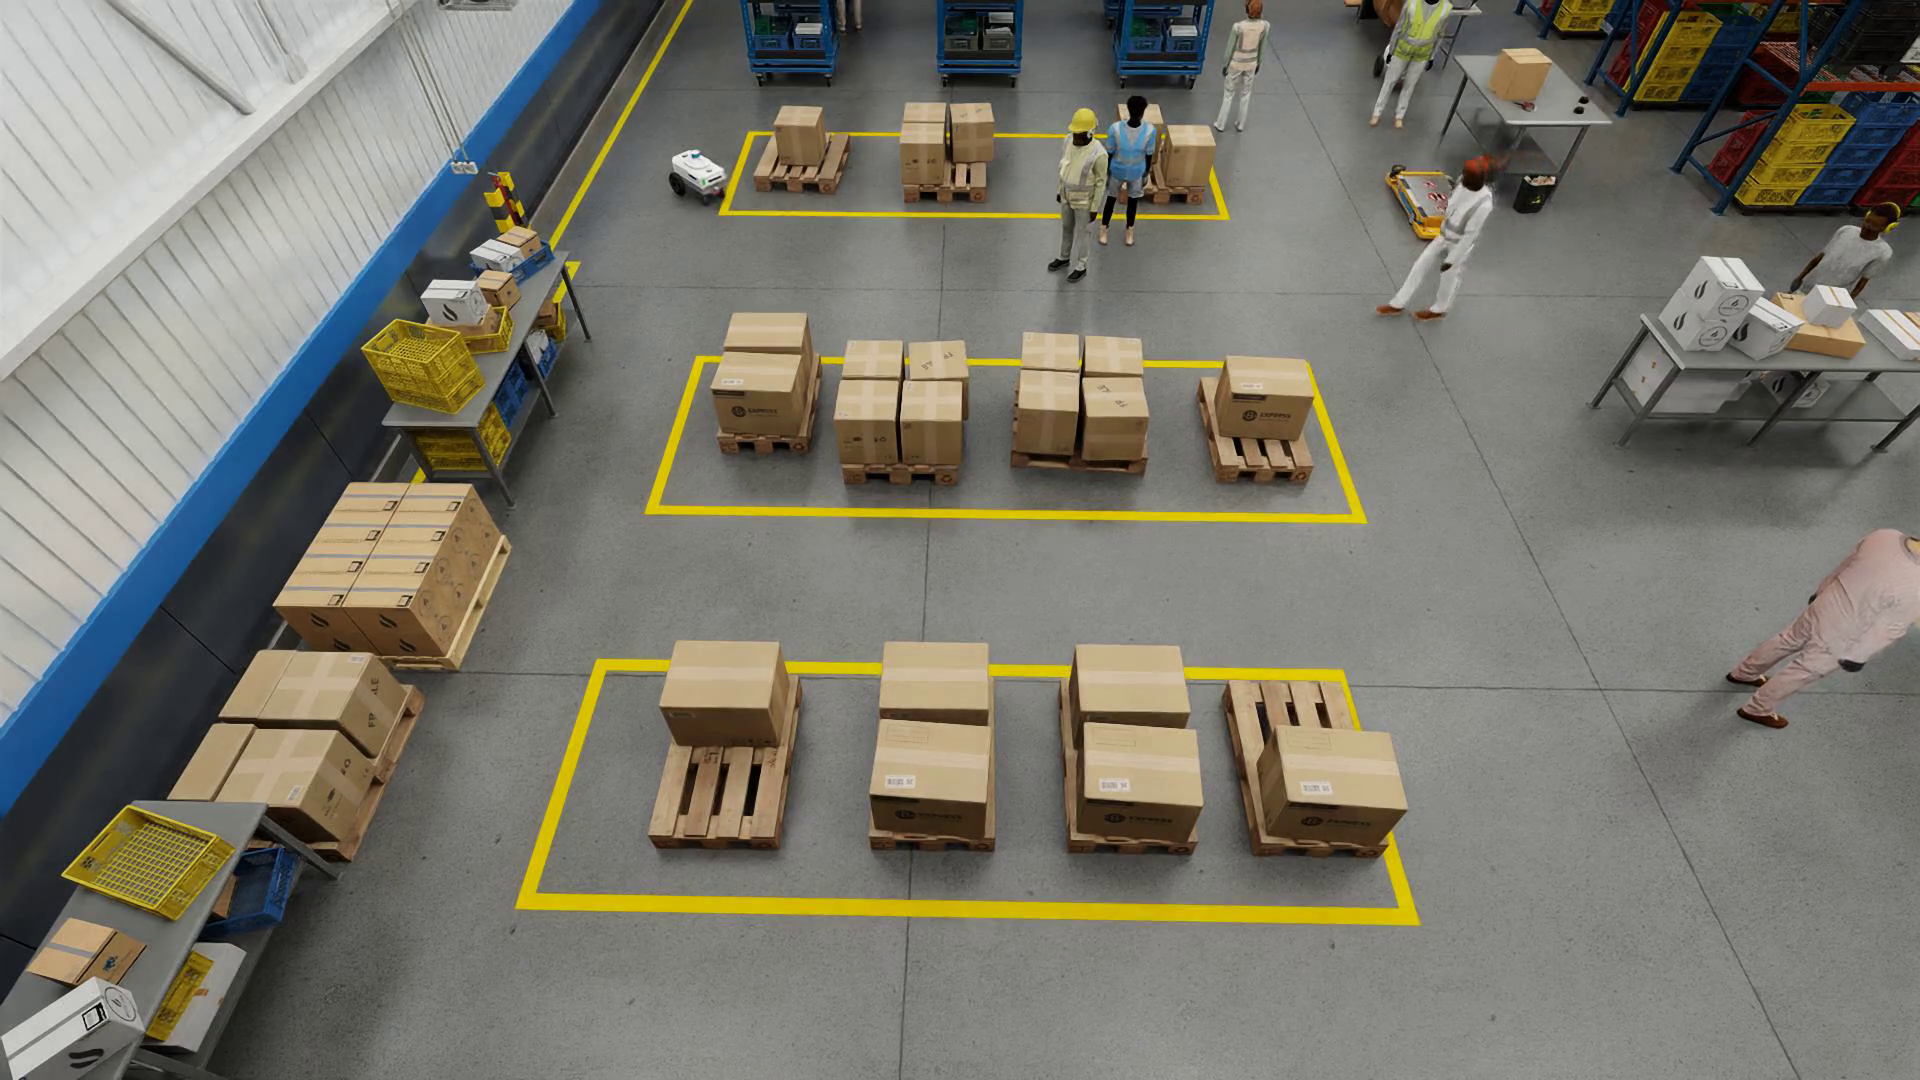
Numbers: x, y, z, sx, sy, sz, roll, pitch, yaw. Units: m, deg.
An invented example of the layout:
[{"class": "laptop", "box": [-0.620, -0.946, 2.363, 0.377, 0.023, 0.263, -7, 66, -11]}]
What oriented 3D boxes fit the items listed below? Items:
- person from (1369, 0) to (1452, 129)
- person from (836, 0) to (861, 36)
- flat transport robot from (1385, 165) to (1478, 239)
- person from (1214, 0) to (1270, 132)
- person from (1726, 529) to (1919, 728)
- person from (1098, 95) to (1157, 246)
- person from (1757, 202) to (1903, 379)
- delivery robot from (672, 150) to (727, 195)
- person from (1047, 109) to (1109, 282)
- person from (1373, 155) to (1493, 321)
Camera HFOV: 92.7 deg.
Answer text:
[{"class": "person", "box": [5.905, -6.346, 11.981, 0.622, 1.839, 0.429, 13, 50, 11]}, {"class": "person", "box": [-1.762, -8.841, 14.049, 0.625, 1.981, 0.412, -19, 52, -16]}, {"class": "flat transport robot", "box": [5.692, -4.094, 11.059, 0.652, 0.197, 1.431, 1, 49, 1]}, {"class": "person", "box": [3.686, -6.185, 11.975, 0.521, 1.632, 0.313, -4, 49, -3]}, {"class": "person", "box": [5.798, 0.536, 5.987, 0.400, 1.900, 0.648, 12, 50, 10]}, {"class": "person", "box": [1.833, -4.039, 10.081, 0.535, 1.691, 0.320, 5, 49, 4]}, {"class": "person", "box": [7.824, -2.220, 8.392, 0.328, 1.864, 0.511, -16, 51, -13]}, {"class": "delivery robot", "box": [-3.174, -4.488, 11.153, 0.477, 0.478, 0.707, -36, 58, -27]}, {"class": "person", "box": [1.224, -3.595, 9.602, 0.404, 1.828, 0.603, -32, 56, -24]}, {"class": "person", "box": [4.744, -2.907, 8.997, 0.761, 1.854, 0.627, -7, 50, -6]}]
